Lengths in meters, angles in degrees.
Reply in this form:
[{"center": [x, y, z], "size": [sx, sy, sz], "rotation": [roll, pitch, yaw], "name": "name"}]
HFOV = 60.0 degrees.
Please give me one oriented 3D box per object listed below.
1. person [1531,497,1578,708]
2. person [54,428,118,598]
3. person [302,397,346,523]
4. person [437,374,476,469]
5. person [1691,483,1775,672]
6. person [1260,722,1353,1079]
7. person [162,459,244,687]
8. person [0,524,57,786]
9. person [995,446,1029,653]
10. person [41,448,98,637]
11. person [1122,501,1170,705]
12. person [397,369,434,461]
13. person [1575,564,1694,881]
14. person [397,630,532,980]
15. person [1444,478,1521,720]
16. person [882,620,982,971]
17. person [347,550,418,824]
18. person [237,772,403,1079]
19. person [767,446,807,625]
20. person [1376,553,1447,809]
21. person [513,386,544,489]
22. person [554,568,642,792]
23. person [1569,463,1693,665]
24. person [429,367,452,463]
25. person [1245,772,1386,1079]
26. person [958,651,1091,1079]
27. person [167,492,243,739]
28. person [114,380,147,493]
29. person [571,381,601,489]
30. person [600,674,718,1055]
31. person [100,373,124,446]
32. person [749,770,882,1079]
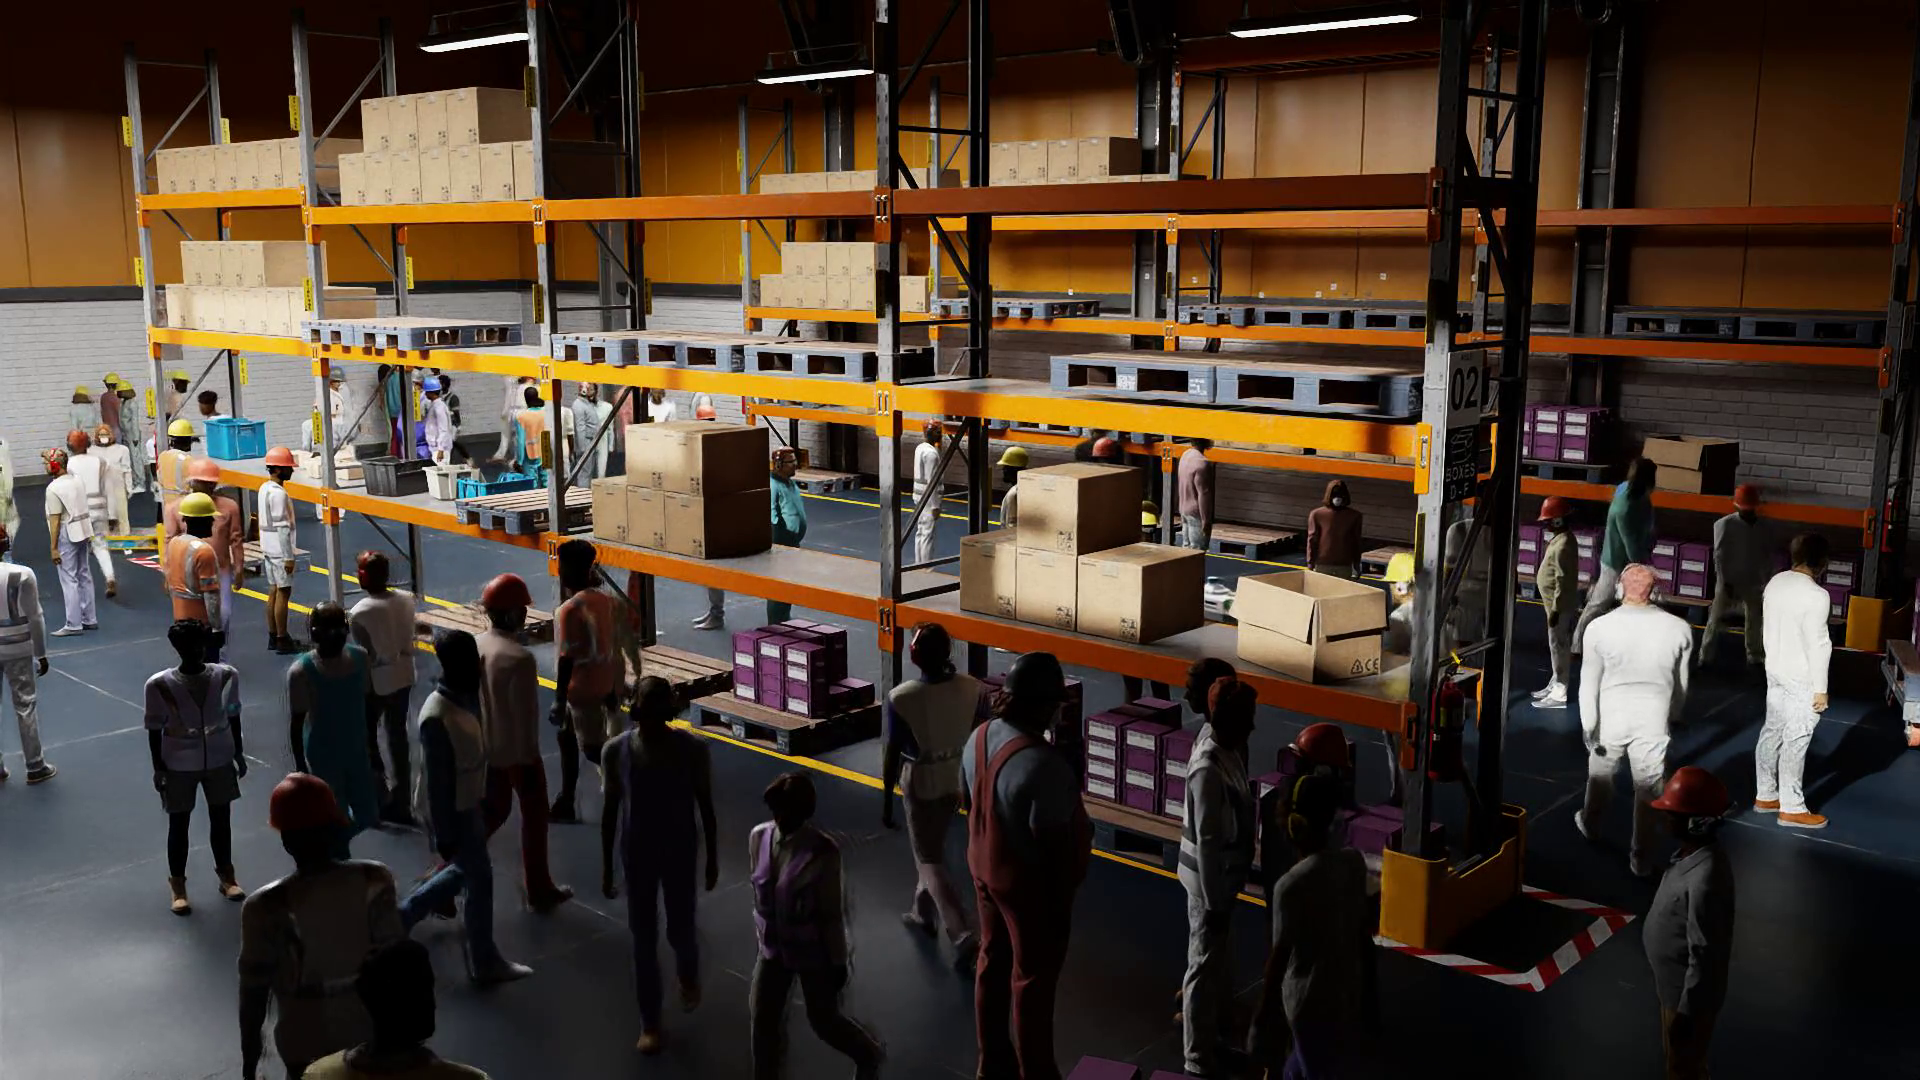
[{"center": [4.882, 0.508, 13.659], "size": [0.342, 1.741, 0.560], "rotation": [4, 11, 20], "name": "person"}, {"center": [-9.222, -0.244, 17.578], "size": [0.504, 1.870, 0.583], "rotation": [10, 14, 44], "name": "person"}, {"center": [-8.698, -1.110, 22.782], "size": [0.573, 1.747, 0.337], "rotation": [-5, 11, -26], "name": "person"}, {"center": [-8.424, -1.930, 27.680], "size": [0.534, 1.672, 0.768], "rotation": [10, 14, 44], "name": "person"}, {"center": [6.952, 0.341, 14.693], "size": [0.788, 1.716, 0.361], "rotation": [-1, 10, -8], "name": "person"}, {"center": [1.527, 1.644, 7.231], "size": [0.337, 1.742, 0.562], "rotation": [-4, 11, -23], "name": "person"}, {"center": [-6.482, 0.289, 14.266], "size": [0.667, 1.959, 0.664], "rotation": [-5, 11, -27], "name": "person"}, {"center": [-6.686, 0.797, 11.629], "size": [0.575, 1.885, 0.355], "rotation": [-2, 10, -11], "name": "person"}, {"center": [0.522, 0.088, 15.504], "size": [0.363, 1.930, 0.588], "rotation": [2, 10, 13], "name": "person"}, {"center": [-8.644, 0.022, 16.157], "size": [0.394, 1.836, 0.560], "rotation": [0, 10, 0], "name": "person"}, {"center": [1.346, 0.668, 12.235], "size": [0.594, 1.924, 0.372], "rotation": [-4, 11, -21], "name": "person"}, {"center": [-7.775, -1.429, 23.772], "size": [0.682, 2.000, 0.537], "rotation": [5, 11, 27], "name": "person"}, {"center": [4.095, 1.061, 10.180], "size": [0.648, 1.868, 0.941], "rotation": [2, 10, 12], "name": "person"}, {"center": [-2.617, 1.356, 8.450], "size": [0.719, 1.888, 0.621], "rotation": [0, 10, -1], "name": "person"}, {"center": [4.152, 0.473, 13.257], "size": [0.606, 1.957, 0.373], "rotation": [0, 10, -2], "name": "person"}, {"center": [-0.112, 1.332, 8.822], "size": [0.576, 1.816, 0.879], "rotation": [-7, 12, -34], "name": "person"}, {"center": [-3.759, 0.965, 10.830], "size": [0.454, 1.829, 0.578], "rotation": [5, 11, 27], "name": "person"}, {"center": [-2.365, 1.772, 6.113], "size": [0.551, 1.887, 0.963], "rotation": [-9, 13, -41], "name": "person"}, {"center": [-1.647, 0.064, 15.707], "size": [0.410, 1.909, 0.643], "rotation": [2, 10, 11], "name": "person"}, {"center": [2.849, 0.974, 10.827], "size": [0.602, 1.803, 0.616], "rotation": [9, 14, 43], "name": "person"}, {"center": [-5.766, -1.150, 22.641], "size": [0.753, 1.875, 0.615], "rotation": [3, 10, 14], "name": "person"}, {"center": [-2.547, 0.929, 11.698], "size": [0.566, 1.592, 0.672], "rotation": [-3, 11, -19], "name": "person"}, {"center": [5.937, 0.249, 14.735], "size": [1.057, 1.874, 0.629], "rotation": [7, 12, 35], "name": "person"}, {"center": [-9.064, -2.251, 28.900], "size": [0.518, 1.874, 0.326], "rotation": [3, 11, 19], "name": "person"}, {"center": [1.280, 1.767, 6.338], "size": [0.534, 1.816, 0.941], "rotation": [-10, 14, -43], "name": "person"}, {"center": [0.319, 1.474, 7.357], "size": [0.536, 2.000, 0.684], "rotation": [-6, 12, -30], "name": "person"}, {"center": [-5.766, 0.593, 12.662], "size": [0.593, 1.924, 0.381], "rotation": [8, 13, 39], "name": "person"}, {"center": [-12.759, -1.588, 25.538], "size": [0.486, 1.738, 0.320], "rotation": [10, 14, 44], "name": "person"}, {"center": [-5.274, -1.327, 23.577], "size": [0.409, 1.908, 0.639], "rotation": [0, 10, -3], "name": "person"}, {"center": [-1.413, 1.492, 7.849], "size": [0.540, 1.827, 0.483], "rotation": [0, 10, -1], "name": "person"}, {"center": [-13.486, -1.786, 26.570], "size": [0.533, 1.768, 0.311], "rotation": [6, 12, 32], "name": "person"}, {"center": [-0.647, 1.734, 7.135], "size": [0.522, 1.607, 0.774], "rotation": [7, 12, 36], "name": "person"}]
